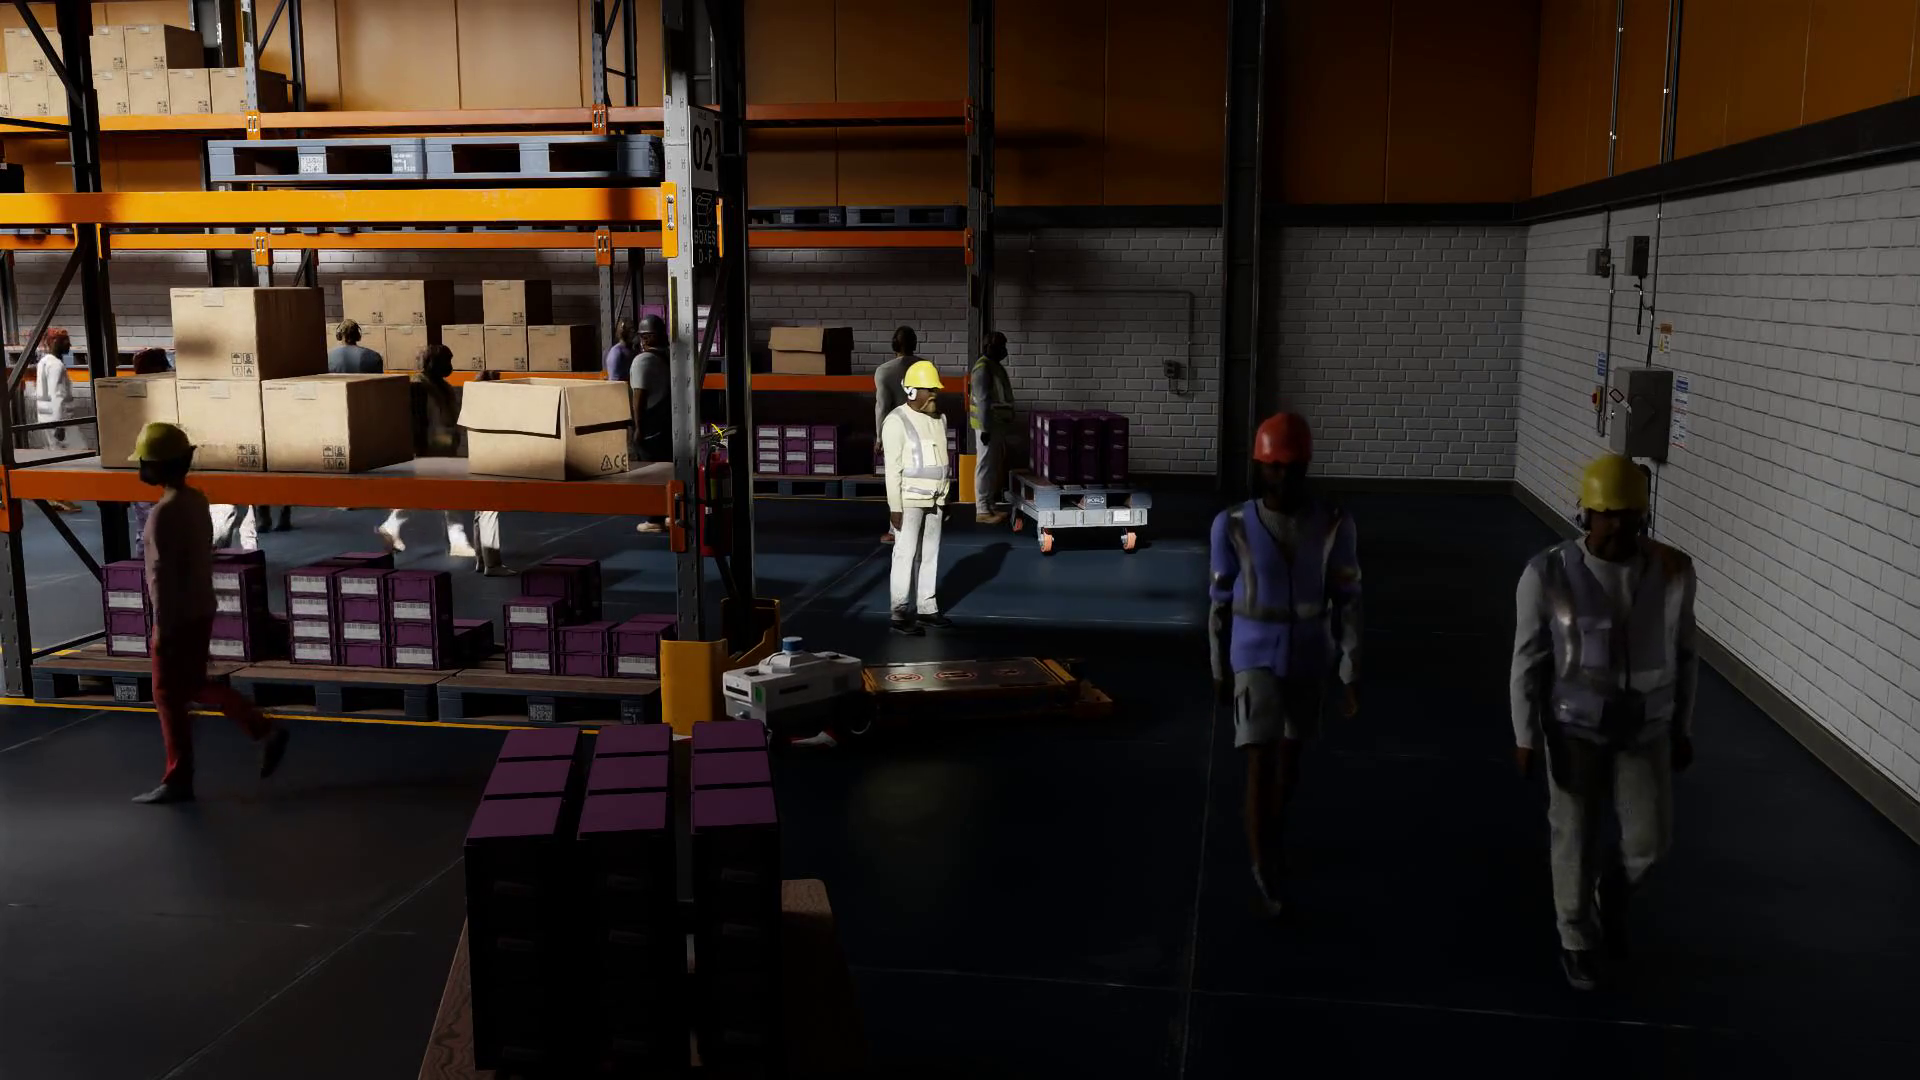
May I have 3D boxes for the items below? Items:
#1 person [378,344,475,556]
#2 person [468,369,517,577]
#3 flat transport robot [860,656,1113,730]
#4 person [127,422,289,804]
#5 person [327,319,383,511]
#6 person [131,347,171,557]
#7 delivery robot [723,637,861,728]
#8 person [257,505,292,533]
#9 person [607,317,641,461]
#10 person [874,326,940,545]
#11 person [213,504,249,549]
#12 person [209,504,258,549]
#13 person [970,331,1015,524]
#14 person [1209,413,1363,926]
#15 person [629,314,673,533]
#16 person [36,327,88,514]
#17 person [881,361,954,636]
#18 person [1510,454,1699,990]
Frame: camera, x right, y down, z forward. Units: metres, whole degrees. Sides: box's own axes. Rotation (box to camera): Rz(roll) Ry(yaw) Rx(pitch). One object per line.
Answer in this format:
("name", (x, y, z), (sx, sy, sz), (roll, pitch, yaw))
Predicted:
("person", (-4.529, -0.753, 14.099), (0.867, 1.814, 0.635), (2, 9, 15))
("person", (-3.738, -0.531, 13.212), (0.313, 1.642, 0.513), (-5, 10, -27))
("flat transport robot", (0.054, 0.822, 9.060), (1.431, 0.197, 0.652), (-2, 9, -12))
("person", (-3.454, 0.335, 7.512), (0.592, 1.754, 0.529), (-1, 9, -4))
("person", (-6.134, -1.261, 16.819), (0.636, 1.938, 0.358), (-5, 10, -27))
("person", (-5.512, -0.372, 11.444), (0.400, 1.902, 0.647), (-8, 12, -41))
("delivery robot", (-0.847, 0.735, 8.431), (0.707, 0.478, 0.477), (-9, 13, -43))
("person", (-6.348, -1.003, 15.305), (0.581, 1.907, 0.637), (-1, 9, -6))
("person", (-3.475, -1.354, 17.400), (0.357, 1.937, 0.635), (1, 9, 9))
("person", (-0.481, -0.919, 14.706), (0.630, 1.940, 0.372), (-6, 11, -32))
("person", (-5.716, -0.597, 12.987), (0.434, 1.861, 0.597), (-7, 11, -36))
("person", (-5.943, -0.756, 13.517), (0.622, 1.992, 0.395), (-6, 11, -35))
("person", (0.317, -1.089, 16.056), (0.430, 1.843, 0.625), (2, 9, 14))
("person", (1.224, 0.462, 6.297), (0.553, 1.881, 1.029), (0, 9, -2))
("person", (-2.832, -1.102, 15.520), (0.540, 2.000, 0.689), (5, 11, 30))
("person", (-8.915, -1.177, 16.505), (0.432, 1.867, 0.601), (-7, 11, -36))
("person", (-0.264, -0.279, 11.087), (0.404, 1.825, 0.593), (7, 12, 38))
("person", (2.148, 0.612, 5.565), (0.626, 1.817, 0.422), (1, 9, 4))
